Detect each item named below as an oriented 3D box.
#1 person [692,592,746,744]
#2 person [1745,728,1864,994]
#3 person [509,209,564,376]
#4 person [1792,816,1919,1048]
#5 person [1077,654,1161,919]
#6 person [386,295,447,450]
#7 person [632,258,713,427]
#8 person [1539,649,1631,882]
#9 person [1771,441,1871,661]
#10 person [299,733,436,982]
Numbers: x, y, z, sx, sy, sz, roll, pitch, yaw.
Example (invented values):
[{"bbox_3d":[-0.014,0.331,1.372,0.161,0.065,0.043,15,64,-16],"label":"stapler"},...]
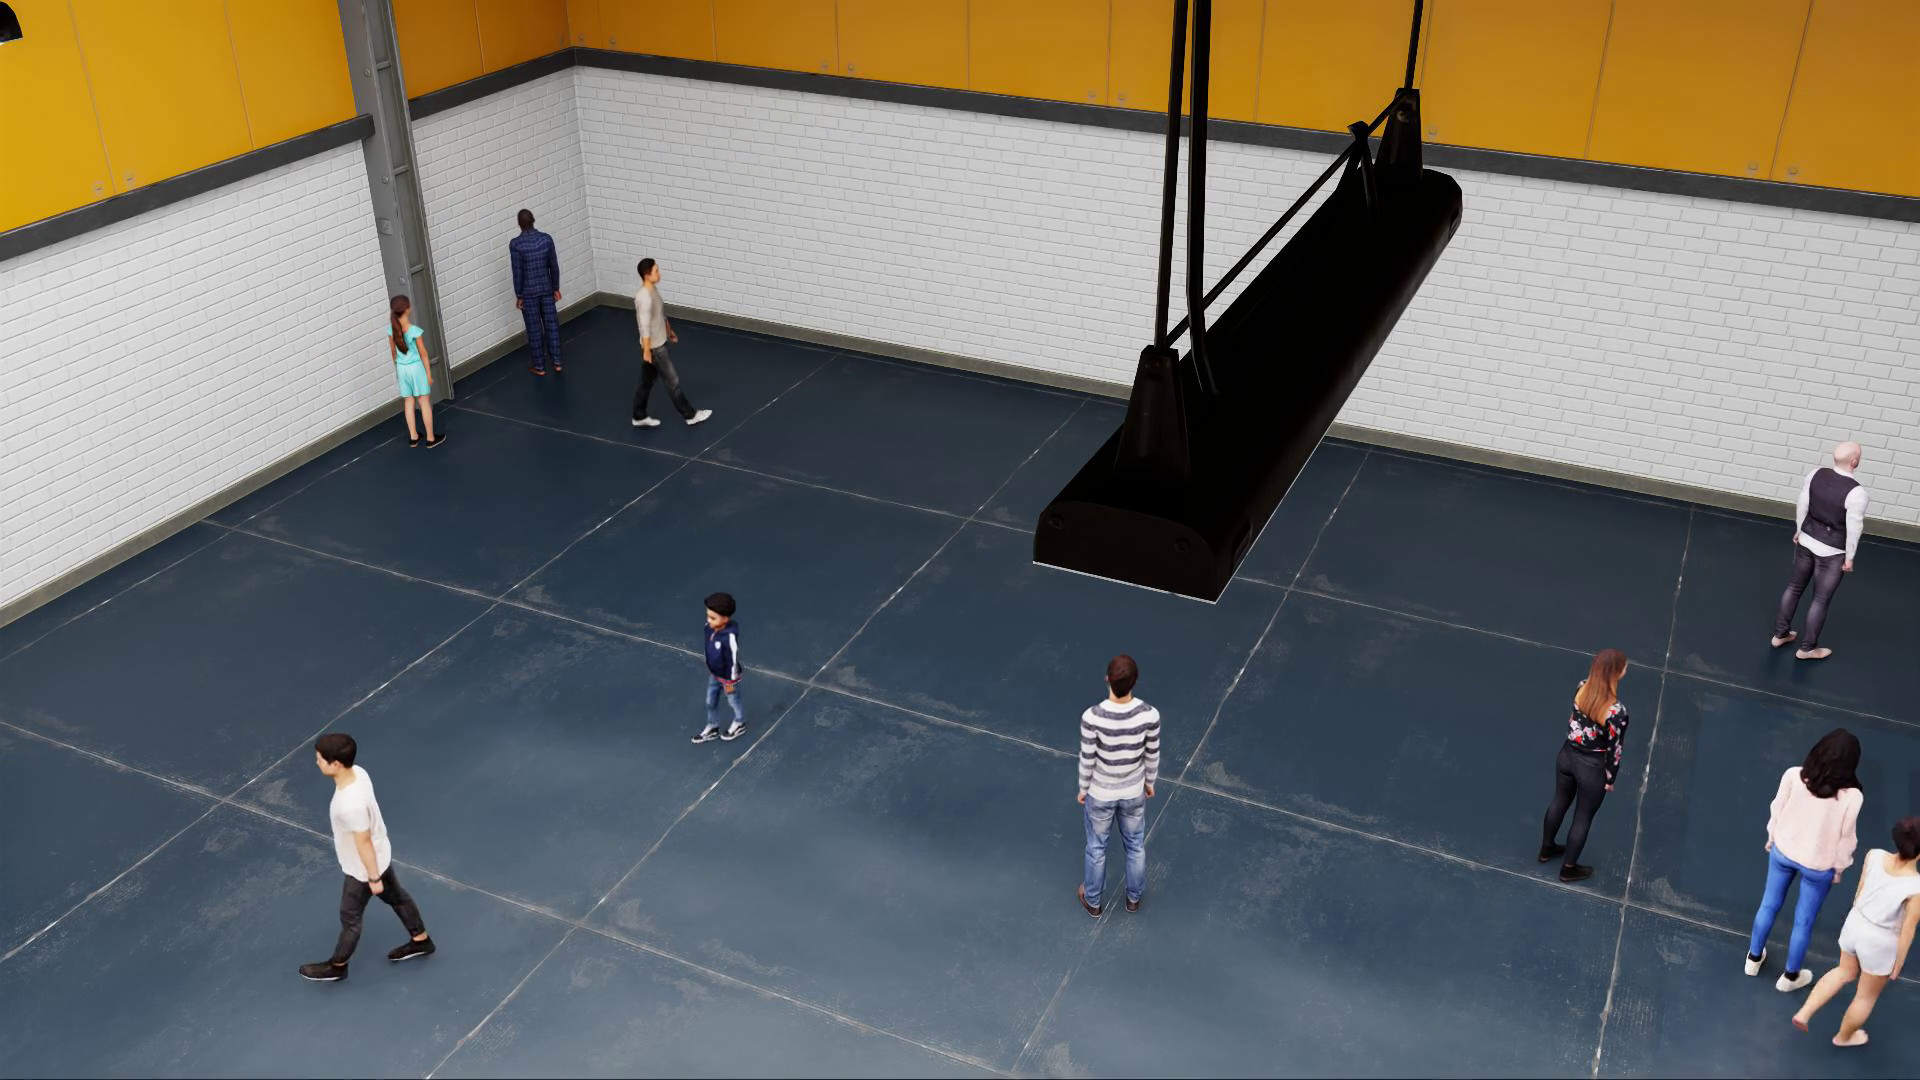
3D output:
[{"bbox_3d":[-1.655,0.902,11.980,0.721,1.213,0.645,-25,37,-37],"label":"person"},{"bbox_3d":[4.895,1.852,9.656,0.701,1.769,0.720,-21,35,-34],"label":"person"},{"bbox_3d":[-4.562,-2.676,17.901,0.735,1.824,0.839,-17,33,-28],"label":"person"},{"bbox_3d":[4.978,2.206,9.161,0.852,1.622,0.796,-9,30,-17],"label":"person"},{"bbox_3d":[0.960,1.514,10.188,0.723,1.855,0.722,-3,29,-6],"label":"person"},{"bbox_3d":[-5.374,-1.657,16.310,0.587,1.558,0.575,7,29,12],"label":"person"},{"bbox_3d":[-3.144,-1.944,16.600,1.072,1.785,1.097,-4,29,-8],"label":"person"},{"bbox_3d":[3.965,1.410,10.556,0.690,1.684,0.646,-13,31,-22],"label":"person"},{"bbox_3d":[6.670,0.070,12.867,0.814,1.823,0.783,-14,31,-23],"label":"person"},{"bbox_3d":[-3.403,1.841,9.758,1.077,1.691,1.046,-8,30,-14],"label":"person"}]
